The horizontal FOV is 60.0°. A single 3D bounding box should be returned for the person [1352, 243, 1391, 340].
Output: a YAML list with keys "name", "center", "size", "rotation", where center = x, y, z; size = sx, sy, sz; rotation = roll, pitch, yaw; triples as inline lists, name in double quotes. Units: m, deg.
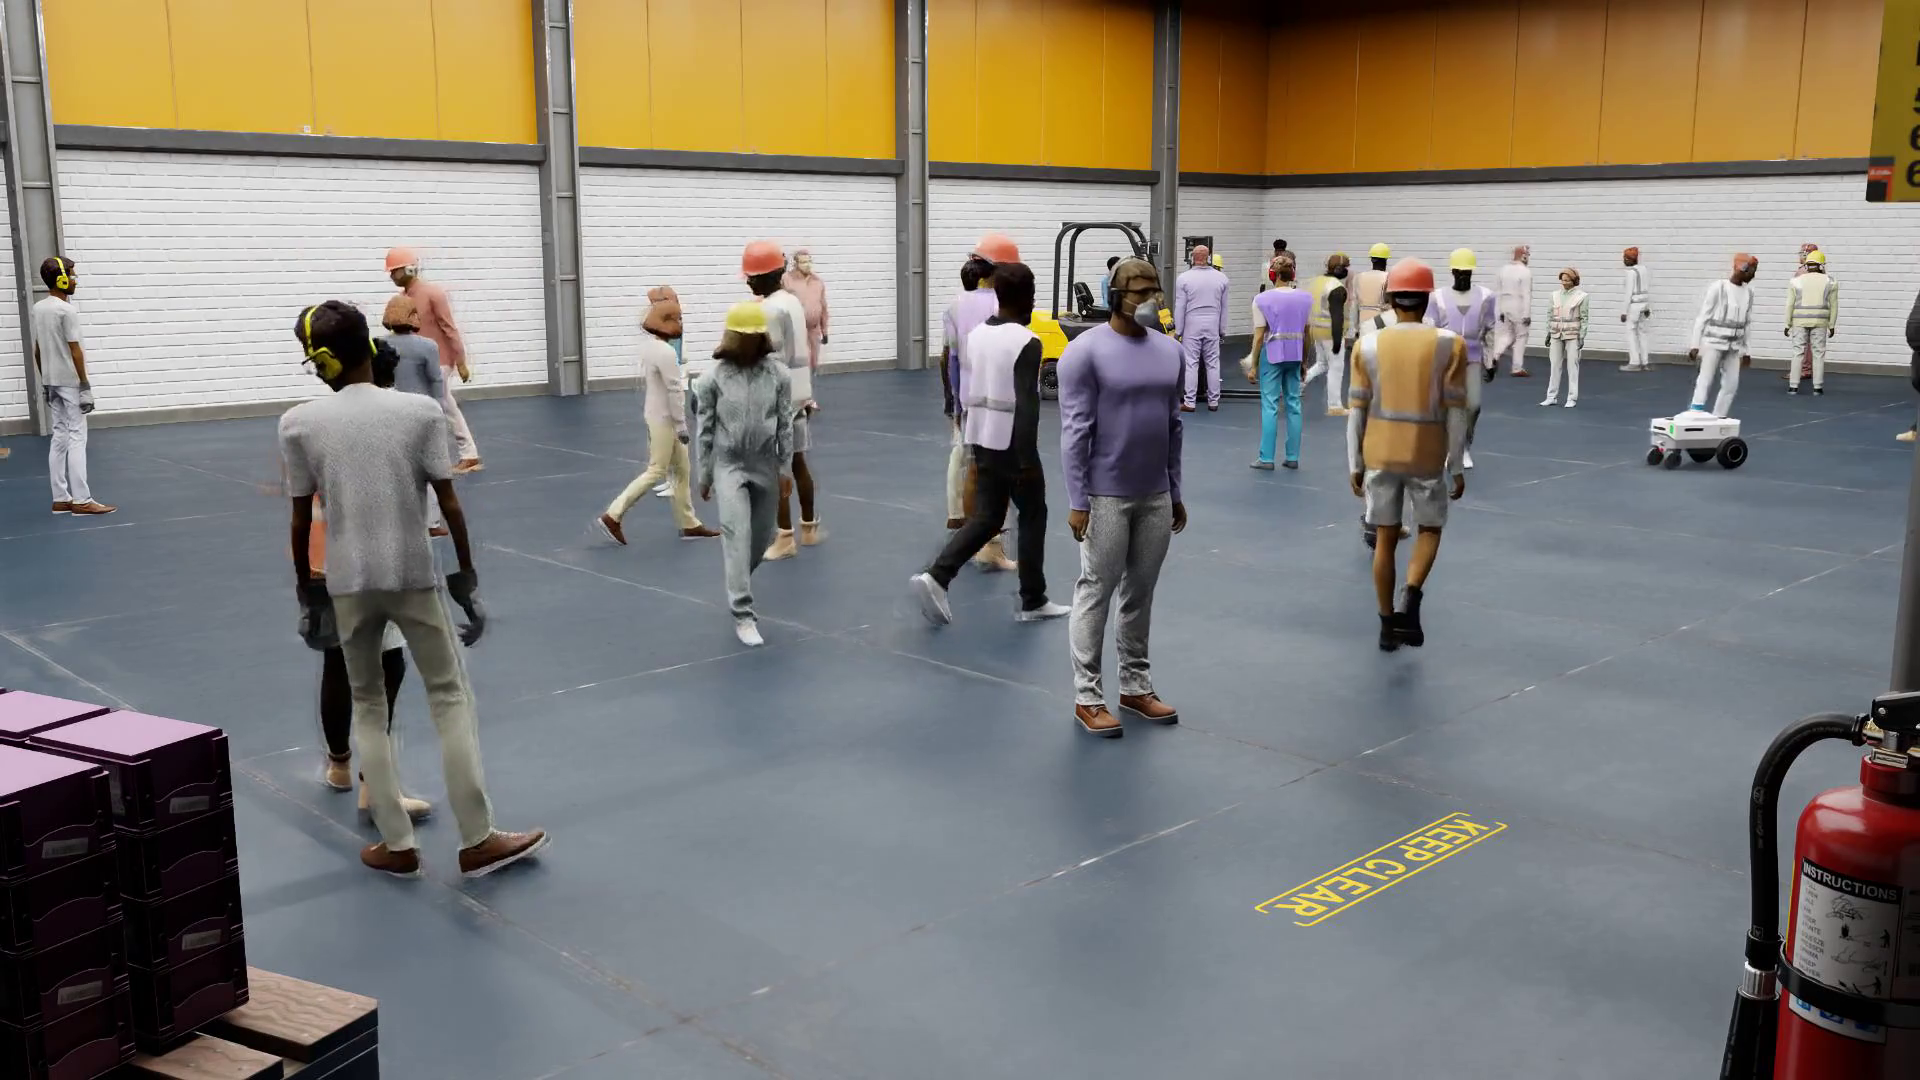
- name: "person"
  center: [4.888, -2.516, 19.569]
  size: [0.373, 1.928, 0.584]
  rotation: [-9, 14, -41]

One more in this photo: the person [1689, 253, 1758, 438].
- name: "person"
  center: [7.436, -1.876, 16.324]
  size: [0.741, 1.857, 0.352]
  rotation: [-4, 11, -19]

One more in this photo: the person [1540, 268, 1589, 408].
- name: "person"
  center: [7.150, -2.382, 19.630]
  size: [0.309, 1.640, 0.511]
  rotation: [-9, 14, -41]

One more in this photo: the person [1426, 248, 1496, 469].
- name: "person"
  center: [4.301, -1.547, 14.318]
  size: [0.622, 1.909, 0.458]
  rotation: [1, 10, 6]

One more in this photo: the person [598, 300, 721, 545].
- name: "person"
  center: [-1.994, -0.770, 10.907]
  size: [0.773, 1.605, 0.500]
  rotation: [-3, 11, -17]

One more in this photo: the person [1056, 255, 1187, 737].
- name: "person"
  center: [0.680, -0.180, 6.803]
  size: [0.632, 1.940, 0.372]
  rotation: [-8, 13, -35]

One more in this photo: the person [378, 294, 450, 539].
- name: "person"
  center: [-3.673, -0.811, 11.078]
  size: [0.500, 1.633, 0.284]
  rotation: [0, 10, -1]

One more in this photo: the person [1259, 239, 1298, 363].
- name: "person"
  center: [5.044, -3.788, 26.403]
  size: [0.602, 1.965, 0.366]
  rotation: [4, 11, 20]

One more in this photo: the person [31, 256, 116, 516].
- name: "person"
  center: [-6.459, -1.108, 12.052]
  size: [0.532, 1.871, 0.321]
  rotation: [6, 12, 30]

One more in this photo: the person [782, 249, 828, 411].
- name: "person"
  center: [-1.868, -2.461, 19.454]
  size: [0.654, 1.884, 0.836]
  rotation: [-9, 14, -40]

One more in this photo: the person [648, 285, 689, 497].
- name: "person"
  center: [-2.259, -1.154, 12.933]
  size: [0.310, 1.640, 0.514]
  rotation: [-2, 11, -13]

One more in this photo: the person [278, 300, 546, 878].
- name: "person"
  center: [-1.726, 0.164, 5.248]
  size: [0.731, 1.824, 0.388]
  rotation: [-2, 11, -11]

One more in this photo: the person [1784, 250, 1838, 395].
- name: "person"
  center: [10.797, -2.750, 21.120]
  size: [0.596, 1.827, 0.403]
  rotation: [5, 11, 25]

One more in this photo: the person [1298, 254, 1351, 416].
- name: "person"
  center: [4.062, -2.281, 18.607]
  size: [0.686, 1.819, 0.656]
  rotation: [-2, 11, -11]

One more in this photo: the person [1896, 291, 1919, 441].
- name: "person"
  center: [9.638, -1.970, 16.287]
  size: [0.697, 2.000, 0.721]
  rotation: [1, 10, 3]

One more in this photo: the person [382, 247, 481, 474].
- name: "person"
  center: [-4.479, -1.471, 13.895]
  size: [0.618, 1.913, 1.011]
  rotation: [10, 14, 43]

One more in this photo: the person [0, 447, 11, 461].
- name: "person"
  center: [-8.663, -1.490, 14.132]
  size: [0.638, 1.876, 1.080]
  rotation: [5, 11, 24]

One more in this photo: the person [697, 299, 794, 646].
- name: "person"
  center: [-1.119, -0.373, 8.471]
  size: [0.488, 1.713, 0.763]
  rotation: [-5, 12, -26]

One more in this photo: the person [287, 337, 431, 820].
- name: "person"
  center: [-2.114, 0.127, 5.858]
  size: [0.786, 1.671, 0.369]
  rotation: [7, 13, 35]

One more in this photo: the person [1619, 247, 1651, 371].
- name: "person"
  center: [10.157, -3.455, 24.918]
  size: [0.417, 1.847, 0.734]
  rotation: [10, 14, 43]

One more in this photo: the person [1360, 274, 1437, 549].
- name: "person"
  center: [2.794, -0.843, 10.759]
  size: [0.517, 1.820, 0.786]
  rotation: [9, 14, 41]

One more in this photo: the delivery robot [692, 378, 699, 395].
- name: "delivery robot"
  center: [-2.641, -1.699, 18.605]
  size: [0.707, 0.478, 0.477]
  rotation: [-2, 11, -10]

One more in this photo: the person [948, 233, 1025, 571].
- name: "person"
  center: [0.168, -0.829, 10.093]
  size: [0.485, 2.036, 0.645]
  rotation: [-10, 14, -44]

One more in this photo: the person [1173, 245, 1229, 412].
- name: "person"
  center: [2.749, -2.418, 19.105]
  size: [0.642, 1.905, 0.399]
  rotation: [-2, 11, -12]

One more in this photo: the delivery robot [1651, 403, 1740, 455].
- name: "delivery robot"
  center: [6.437, -0.958, 14.569]
  size: [0.707, 0.478, 0.477]
  rotation: [-2, 11, -10]

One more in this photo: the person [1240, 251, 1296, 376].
- name: "person"
  center: [4.384, -3.131, 23.248]
  size: [0.806, 1.816, 0.637]
  rotation: [3, 11, 18]

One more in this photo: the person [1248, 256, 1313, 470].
- name: "person"
  center: [2.762, -1.516, 14.340]
  size: [0.567, 1.847, 0.389]
  rotation: [-4, 11, -20]

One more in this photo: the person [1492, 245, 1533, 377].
- name: "person"
  center: [7.923, -3.264, 23.758]
  size: [0.547, 1.886, 0.660]
  rotation: [-3, 11, -18]

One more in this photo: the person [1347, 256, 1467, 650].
- name: "person"
  center: [2.141, -0.393, 8.004]
  size: [0.573, 1.924, 0.493]
  rotation: [4, 11, 22]

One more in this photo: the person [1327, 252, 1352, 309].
- name: "person"
  center: [6.465, -4.112, 28.802]
  size: [0.548, 1.720, 0.868]
  rotation: [-4, 11, -20]

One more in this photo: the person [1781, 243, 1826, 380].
- name: "person"
  center: [11.882, -3.215, 23.443]
  size: [0.654, 1.906, 0.408]
  rotation: [-10, 14, -42]

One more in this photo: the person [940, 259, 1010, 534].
- name: "person"
  center: [0.090, -0.967, 11.289]
  size: [0.533, 1.868, 0.310]
  rotation: [10, 14, 42]

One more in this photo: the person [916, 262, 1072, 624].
- name: "person"
  center: [0.189, -0.482, 8.589]
  size: [0.823, 1.893, 0.600]
  rotation: [-6, 12, -31]

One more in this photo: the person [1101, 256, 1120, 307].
- name: "person"
  center: [2.381, -3.543, 25.805]
  size: [0.317, 1.696, 0.537]
  rotation: [-5, 12, -26]

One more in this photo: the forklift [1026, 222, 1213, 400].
- name: "forklift"
  center: [1.935, -2.847, 20.651]
  size: [2.313, 2.155, 1.214]
  rotation: [2, 11, 13]

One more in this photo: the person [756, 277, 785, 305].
- name: "person"
  center: [-2.060, -1.988, 17.518]
  size: [0.469, 1.622, 0.537]
  rotation: [-5, 11, -24]

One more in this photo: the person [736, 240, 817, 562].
- name: "person"
  center: [-1.138, -0.895, 10.597]
  size: [0.416, 2.001, 0.831]
  rotation: [2, 11, 10]

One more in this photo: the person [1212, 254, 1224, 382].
- name: "person"
  center: [3.474, -3.075, 23.092]
  size: [0.342, 1.757, 0.526]
  rotation: [-2, 11, -12]
